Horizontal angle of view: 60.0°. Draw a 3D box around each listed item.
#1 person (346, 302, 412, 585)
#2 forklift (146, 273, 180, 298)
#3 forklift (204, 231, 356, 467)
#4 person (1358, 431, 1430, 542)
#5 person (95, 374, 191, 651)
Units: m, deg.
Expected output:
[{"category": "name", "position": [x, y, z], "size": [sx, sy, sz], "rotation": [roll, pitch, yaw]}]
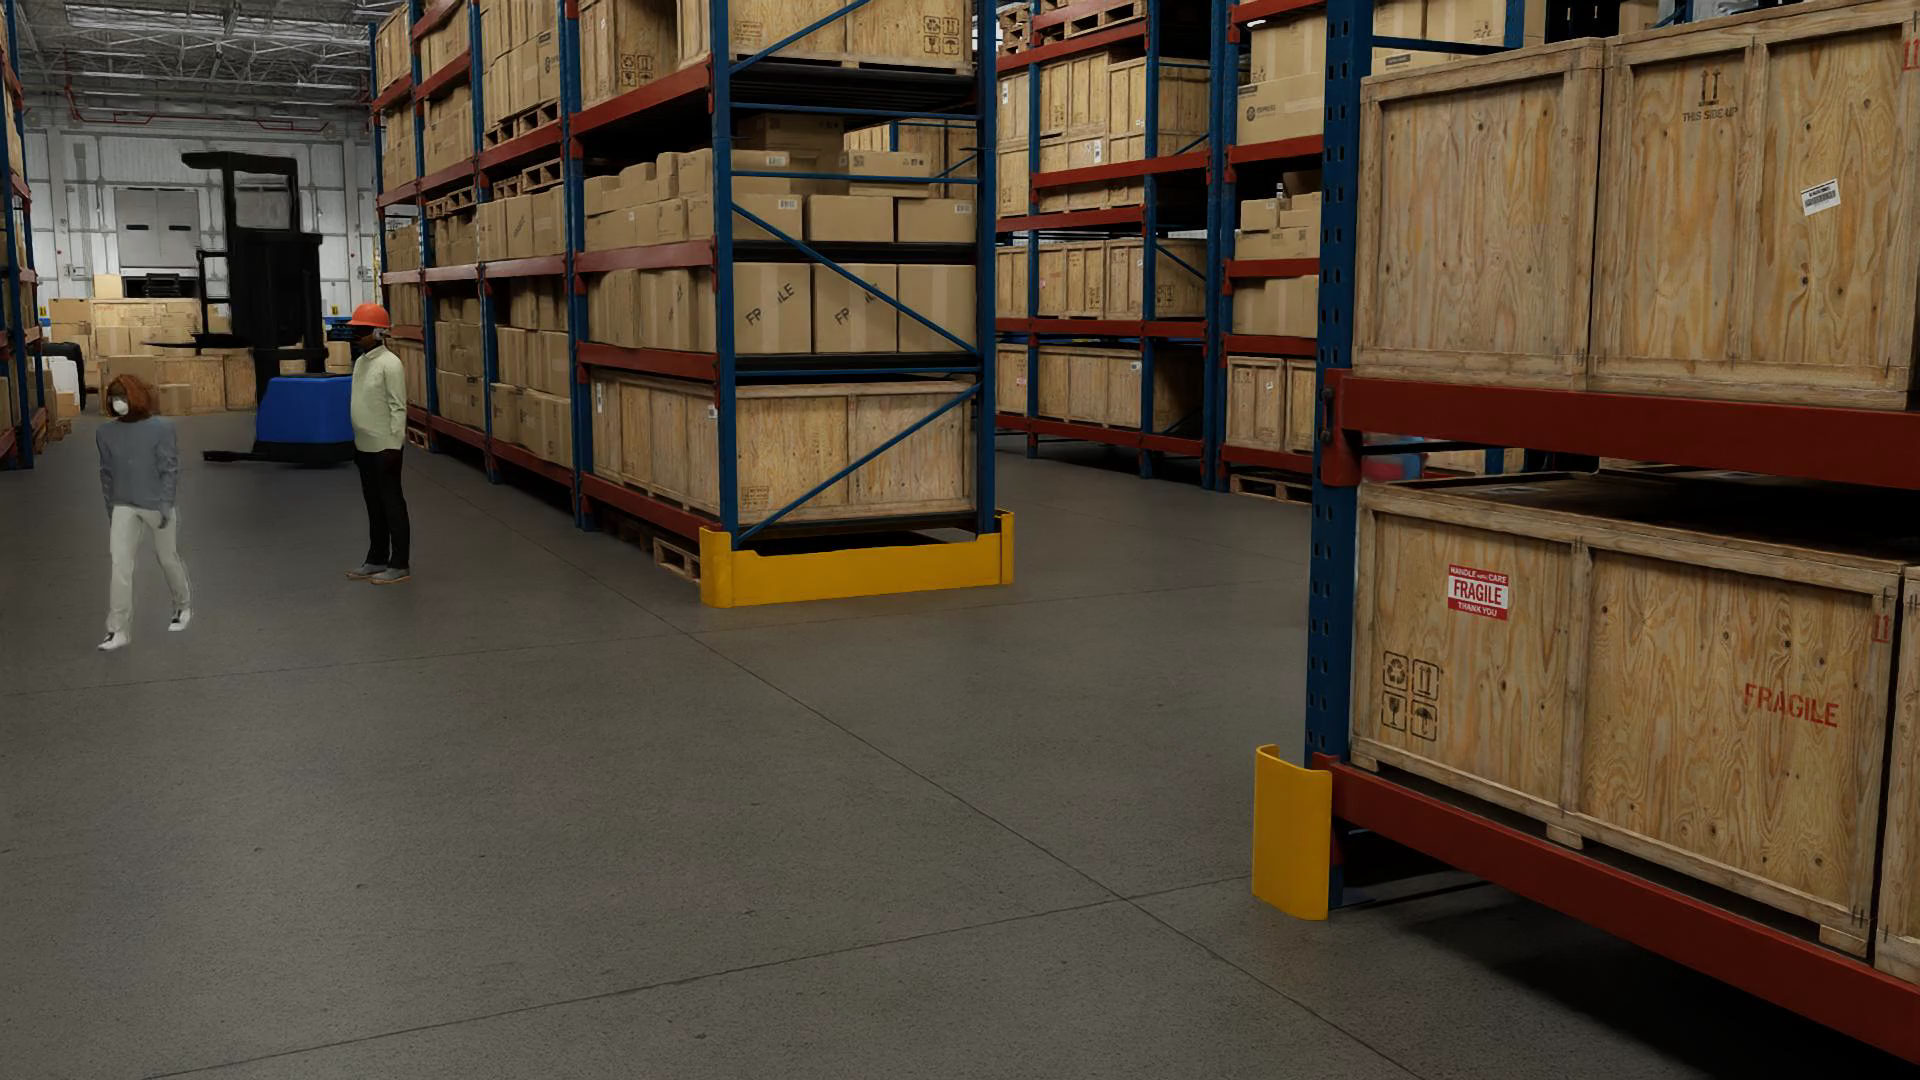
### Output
[{"category": "person", "position": [-4.150, -0.685, 11.843], "size": [0.613, 1.997, 0.374], "rotation": [8, 11, 43]}, {"category": "forklift", "position": [-24.807, -6.941, 51.950], "size": [1.129, 2.768, 1.873], "rotation": [-3, 9, -22]}, {"category": "forklift", "position": [-8.146, -2.345, 20.258], "size": [1.873, 2.768, 1.129], "rotation": [3, 9, 23]}, {"category": "person", "position": [2.841, -0.418, 10.577], "size": [0.634, 1.825, 0.654], "rotation": [-3, 9, -20]}, {"category": "person", "position": [-4.834, -0.190, 9.834], "size": [0.501, 1.591, 0.839], "rotation": [0, 8, -2]}]
